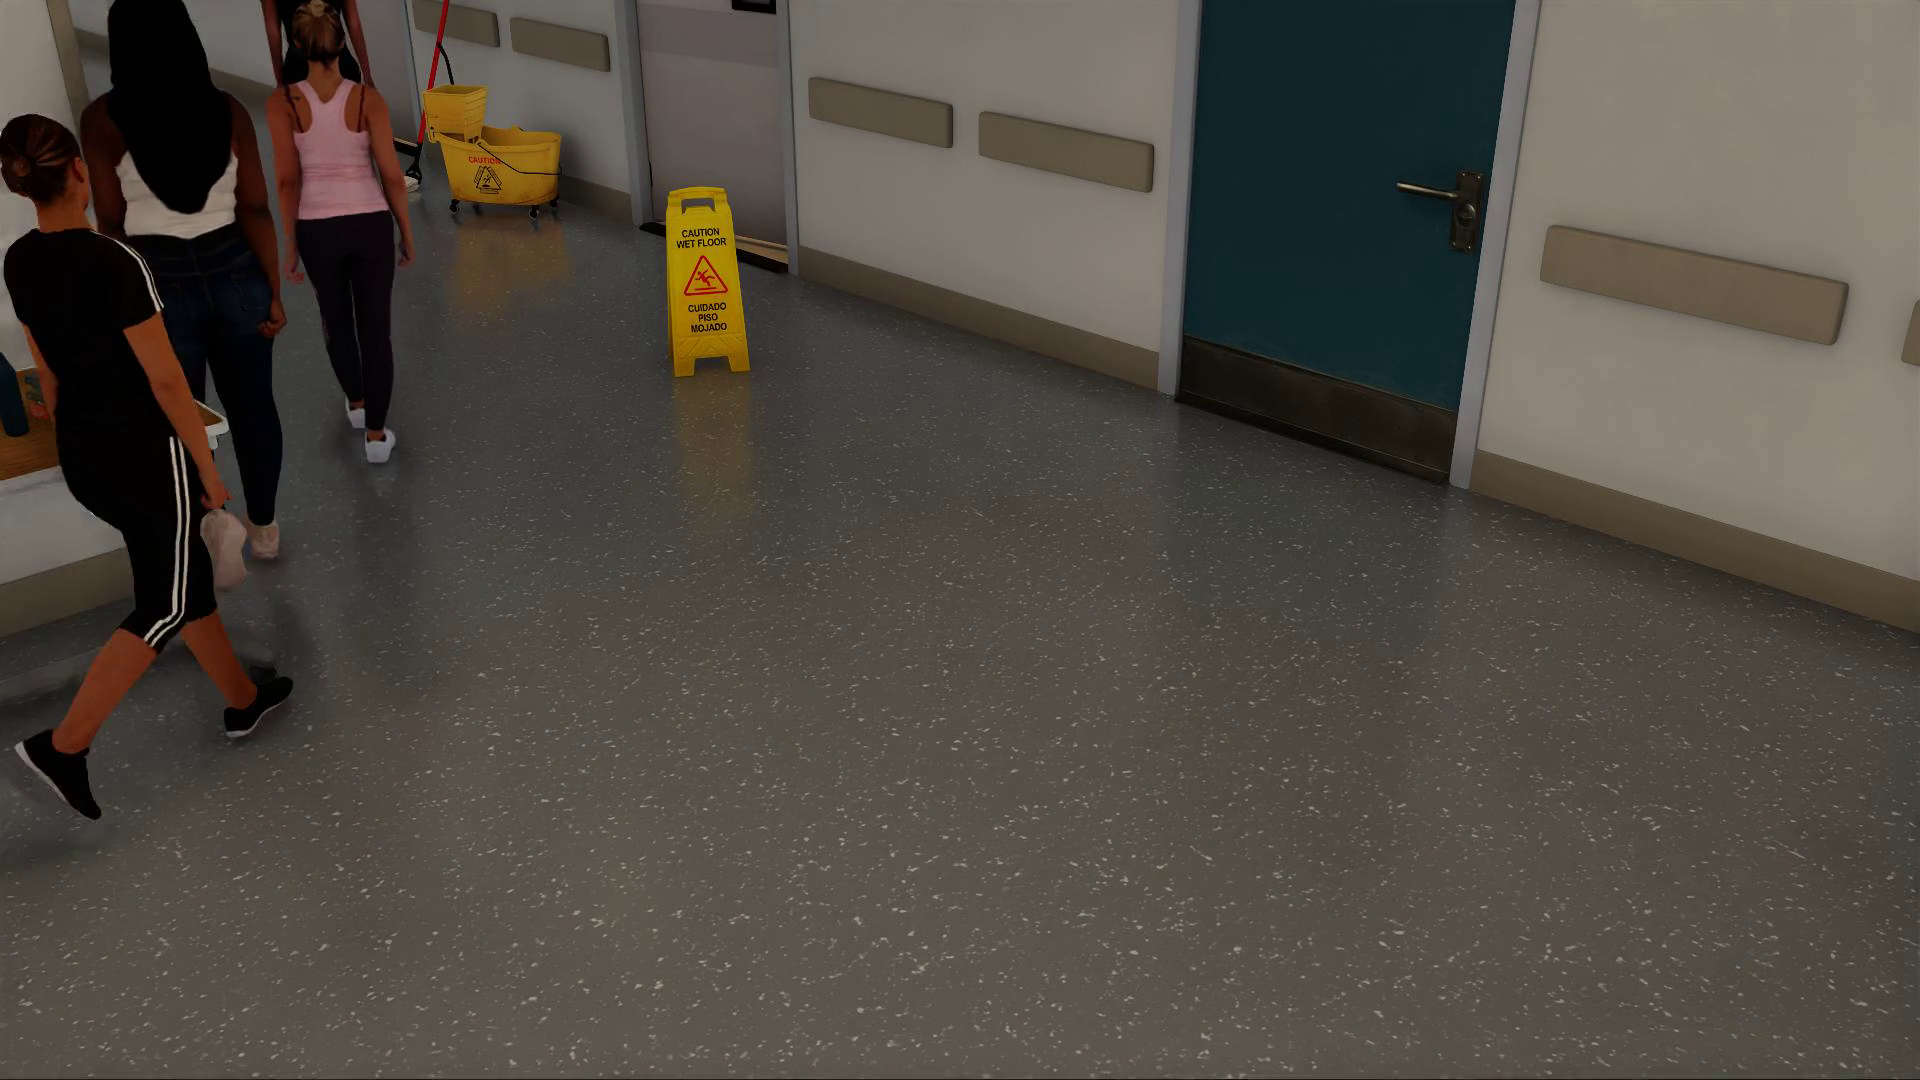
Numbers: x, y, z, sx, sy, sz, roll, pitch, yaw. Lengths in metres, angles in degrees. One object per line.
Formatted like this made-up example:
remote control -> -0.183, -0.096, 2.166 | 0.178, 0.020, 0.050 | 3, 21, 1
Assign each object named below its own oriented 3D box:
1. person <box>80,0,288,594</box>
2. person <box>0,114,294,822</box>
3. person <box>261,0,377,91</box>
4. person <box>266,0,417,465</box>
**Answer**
person -> -2.244, -0.685, 4.920 | 0.819, 1.787, 1.057 | -13, 29, -26
person -> -2.044, -0.138, 3.968 | 1.047, 1.629, 0.892 | 14, 29, 27
person -> -3.163, -2.241, 8.253 | 0.743, 1.695, 1.226 | -16, 30, -30
person -> -2.164, -1.044, 5.846 | 0.833, 1.628, 0.937 | -5, 26, -10
